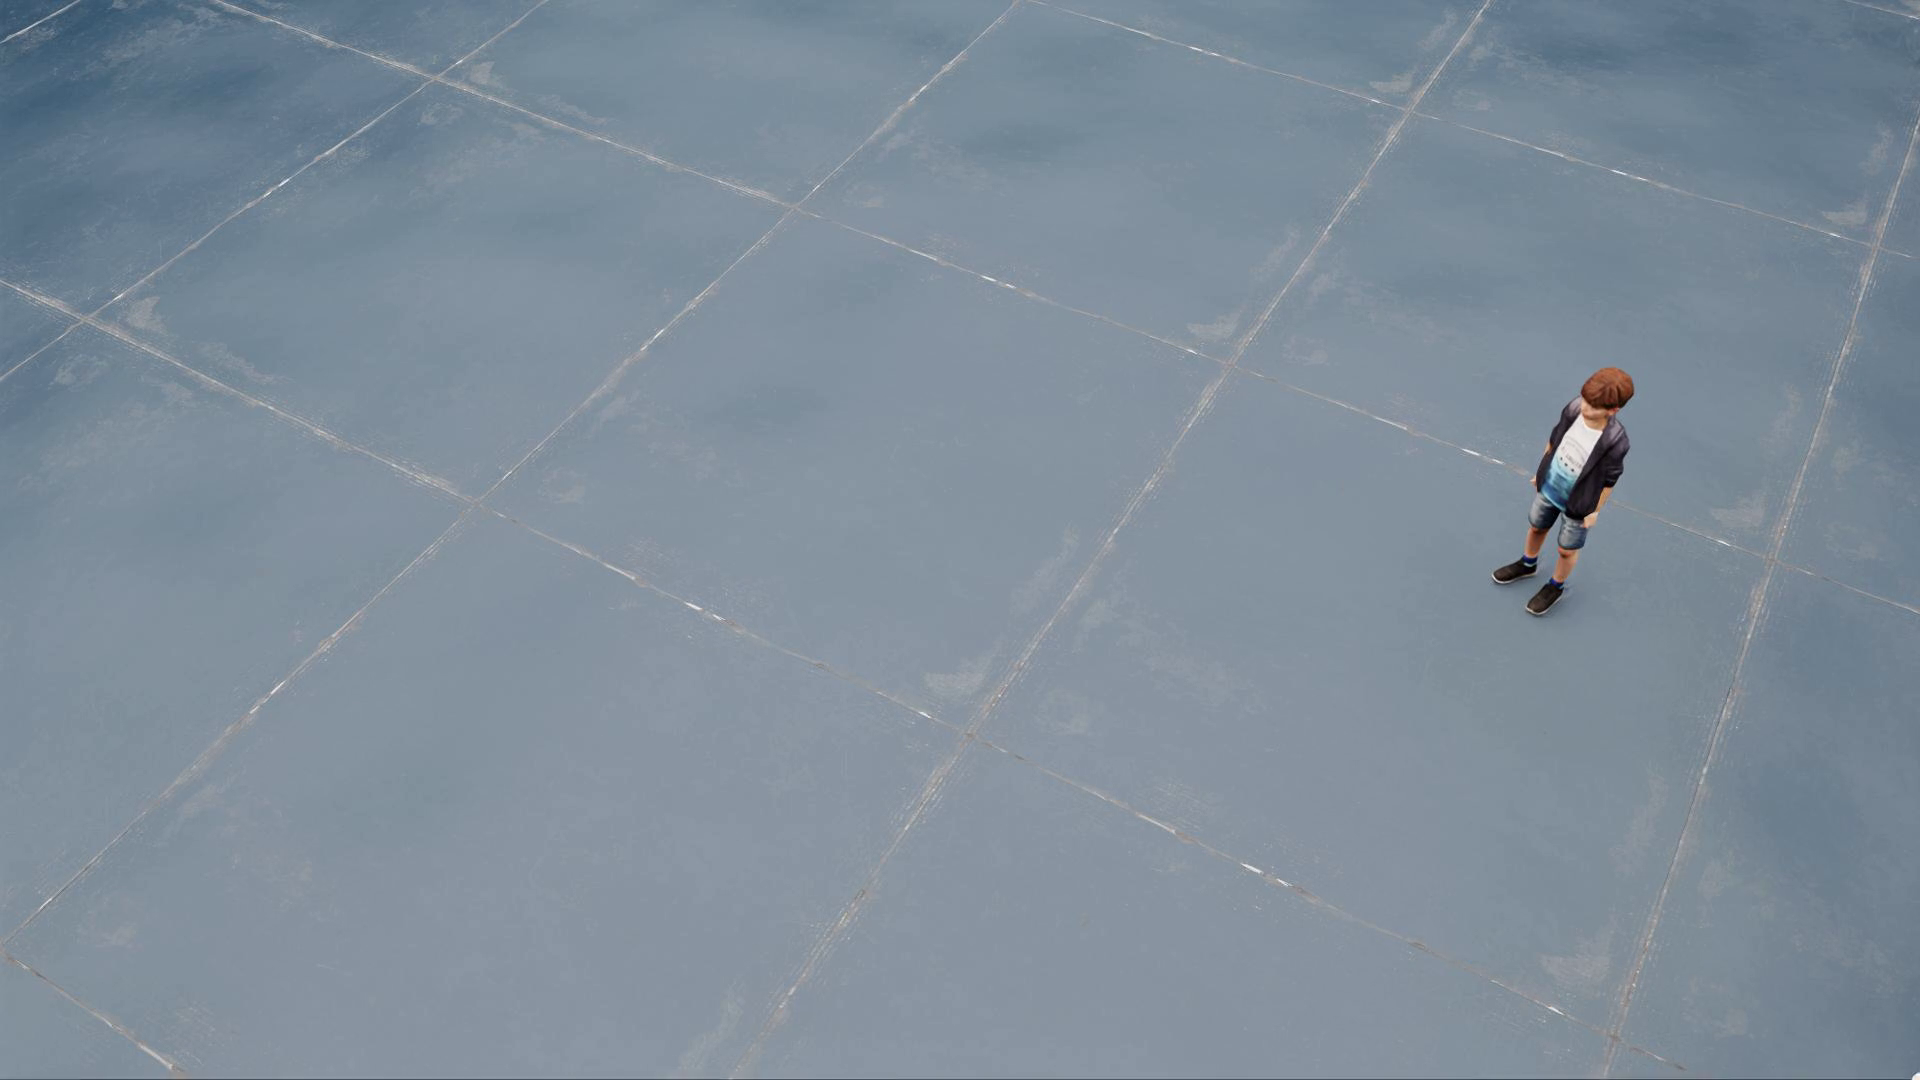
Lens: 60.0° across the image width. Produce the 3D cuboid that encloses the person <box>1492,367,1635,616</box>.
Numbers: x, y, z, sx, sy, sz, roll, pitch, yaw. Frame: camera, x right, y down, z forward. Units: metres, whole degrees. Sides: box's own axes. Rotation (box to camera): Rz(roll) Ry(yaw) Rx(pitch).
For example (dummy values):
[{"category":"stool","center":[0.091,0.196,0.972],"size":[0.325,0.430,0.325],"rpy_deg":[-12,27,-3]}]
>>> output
[{"category":"person","center":[2.868,-0.237,7.802],"size":[0.674,1.446,0.571],"rpy_deg":[-24,52,-21]}]
